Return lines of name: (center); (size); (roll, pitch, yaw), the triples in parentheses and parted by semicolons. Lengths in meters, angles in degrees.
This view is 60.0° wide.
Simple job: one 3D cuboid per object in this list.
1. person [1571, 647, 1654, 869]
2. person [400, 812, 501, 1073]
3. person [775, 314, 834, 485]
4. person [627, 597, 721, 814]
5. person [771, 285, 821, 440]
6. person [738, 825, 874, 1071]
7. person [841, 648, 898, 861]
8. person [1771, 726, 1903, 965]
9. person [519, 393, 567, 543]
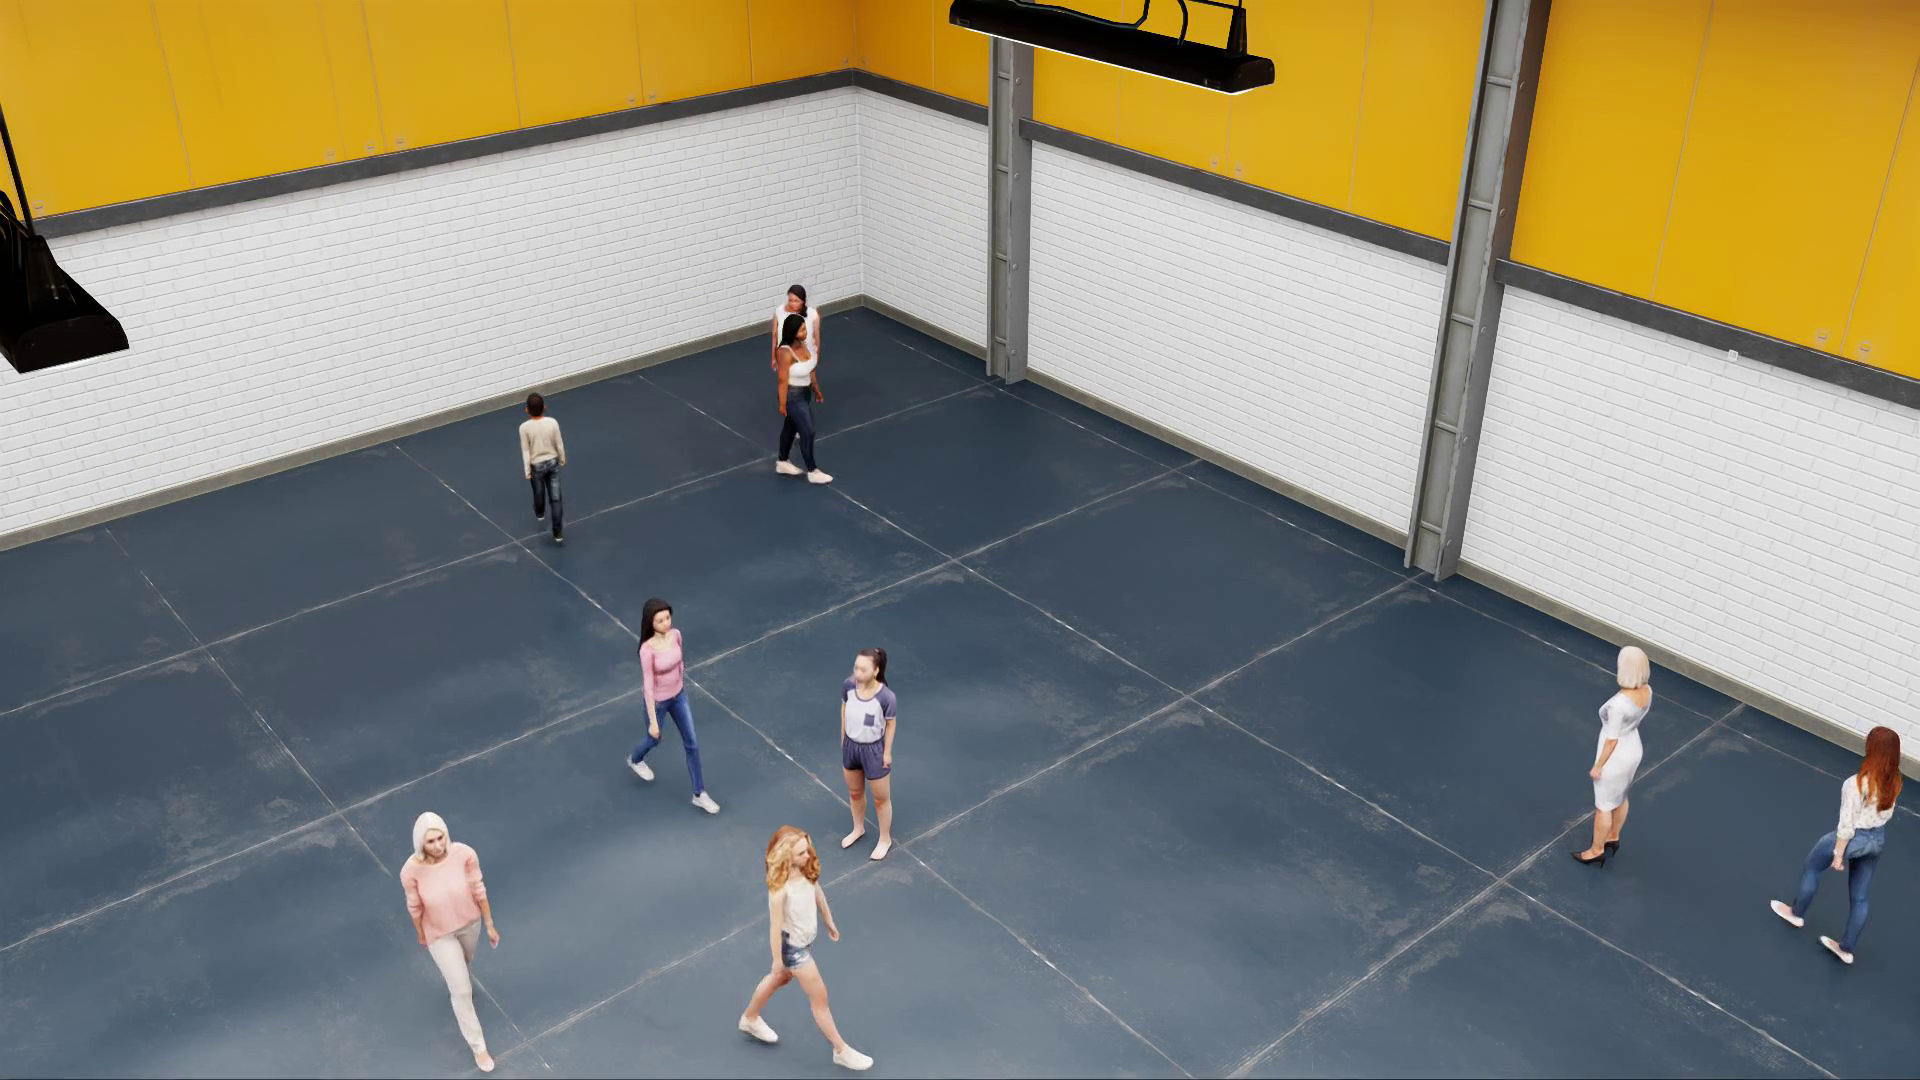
person: (4.550, 1.500, 11.486); (0.560, 1.750, 0.507); (-20, 35, -33)
person: (-3.092, 2.297, 10.095); (0.702, 1.683, 1.178); (-17, 33, -28)
person: (-1.760, -1.446, 16.852); (1.047, 1.783, 0.929); (8, 30, 14)
person: (-2.218, 1.166, 12.150); (1.187, 1.700, 0.779); (19, 34, 31)
person: (-1.745, -1.972, 17.959); (1.114, 1.647, 1.103); (6, 29, 11)
person: (-1.065, 2.390, 9.889); (1.202, 1.717, 0.984); (9, 30, 17)
person: (-0.648, 1.477, 11.637); (0.586, 1.647, 0.721); (16, 32, 27)
person: (5.799, 1.987, 10.636); (0.808, 1.708, 0.948); (-5, 29, -10)
person: (-3.927, -0.655, 15.774); (0.751, 1.427, 1.047); (-12, 31, -20)
